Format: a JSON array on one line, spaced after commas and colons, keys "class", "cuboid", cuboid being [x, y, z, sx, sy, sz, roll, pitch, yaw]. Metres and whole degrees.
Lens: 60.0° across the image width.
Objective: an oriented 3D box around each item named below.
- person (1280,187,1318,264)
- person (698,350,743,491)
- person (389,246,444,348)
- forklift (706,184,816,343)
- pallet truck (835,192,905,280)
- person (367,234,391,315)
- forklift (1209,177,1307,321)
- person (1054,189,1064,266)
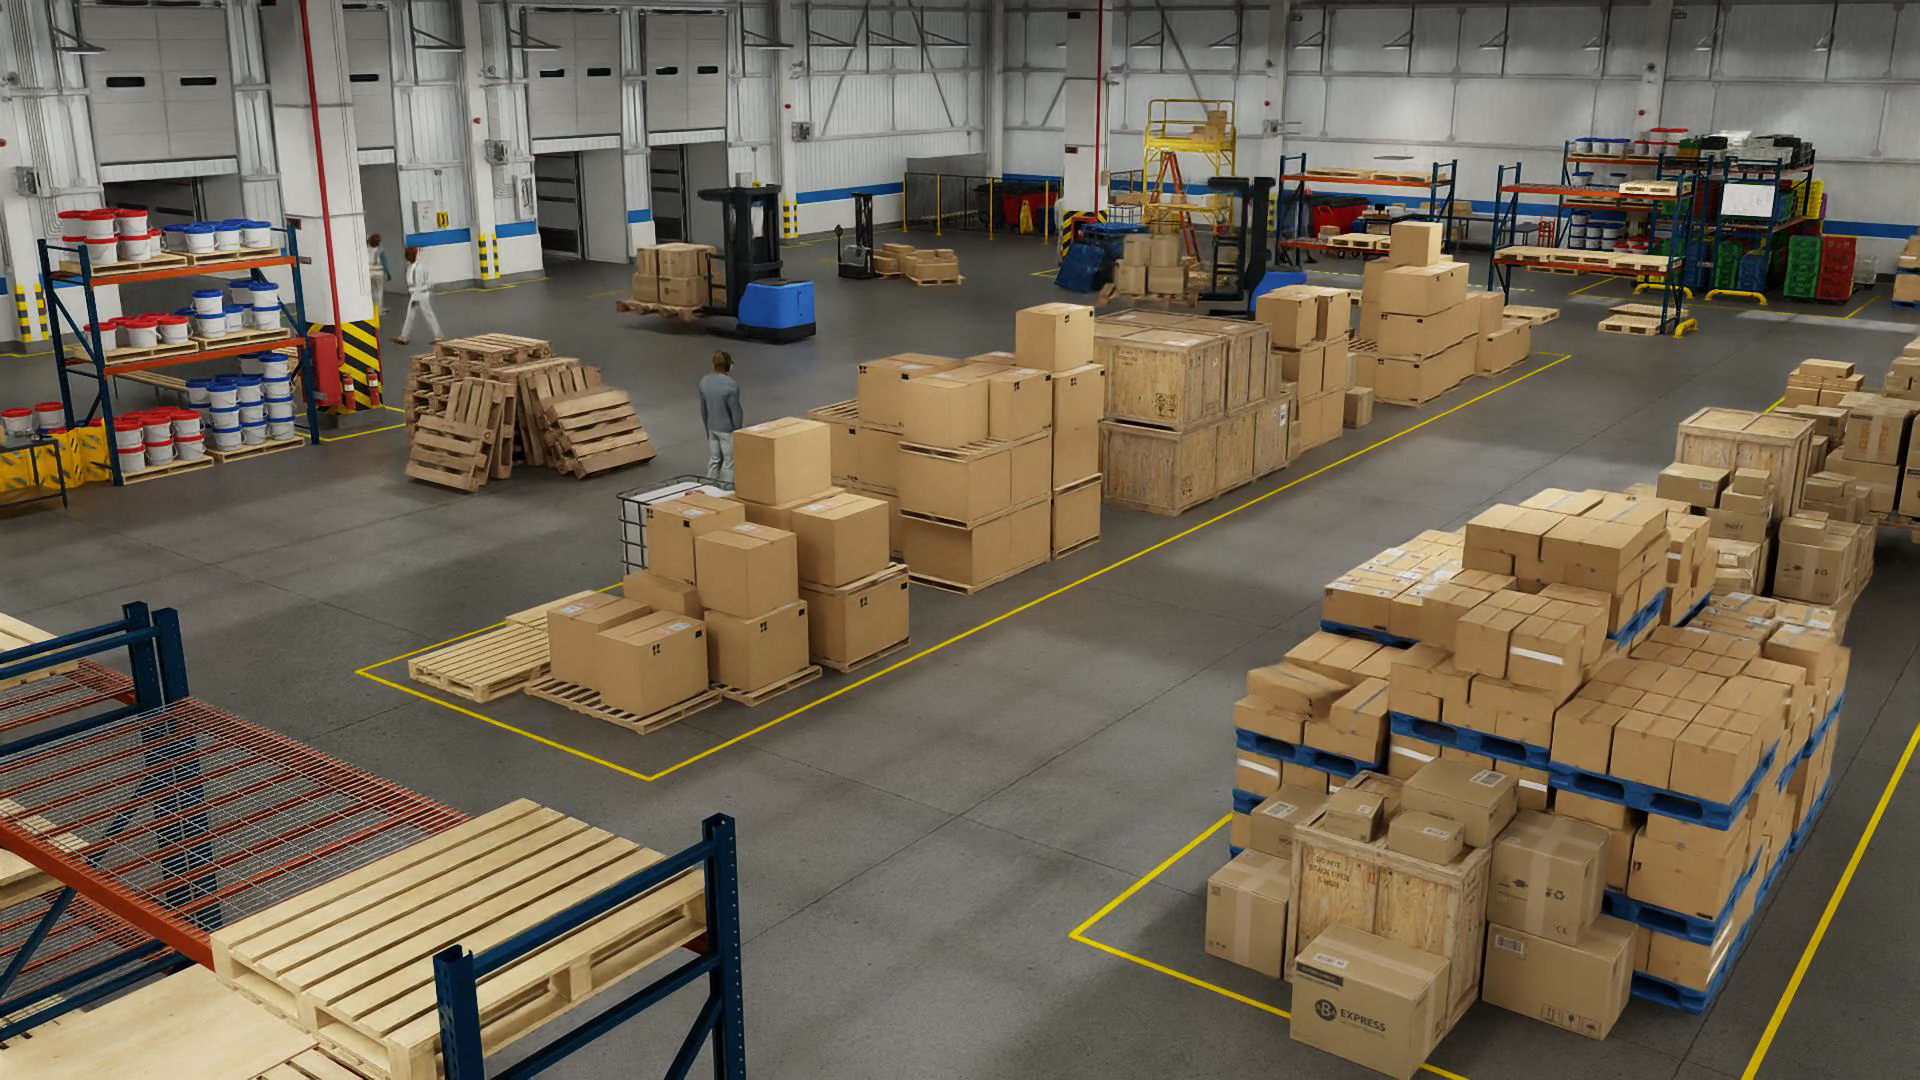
[{"class": "person", "cuboid": [8.417, -7.805, 41.309, 0.956, 1.901, 0.557, 3, 17, 11]}, {"class": "person", "cuboid": [-2.783, -1.269, 19.588, 0.634, 1.938, 0.358, 12, 21, 36]}, {"class": "person", "cuboid": [-9.853, -4.384, 30.056, 0.989, 1.833, 0.573, -12, 21, -35]}, {"class": "forklift", "cuboid": [-3.717, -5.181, 30.929, 1.873, 2.768, 1.129, 12, 21, 35]}, {"class": "pallet truck", "cuboid": [-1.936, -7.159, 38.982, 1.885, 1.965, 0.823, -12, 21, -34]}, {"class": "person", "cuboid": [-11.755, -5.382, 33.746, 0.541, 1.615, 0.649, 10, 19, 29]}, {"class": "forklift", "cuboid": [5.851, -5.649, 32.480, 1.873, 2.768, 1.129, 3, 17, 10]}, {"class": "person", "cuboid": [2.603, -7.680, 40.809, 0.627, 1.941, 0.370, 12, 21, 36]}]
